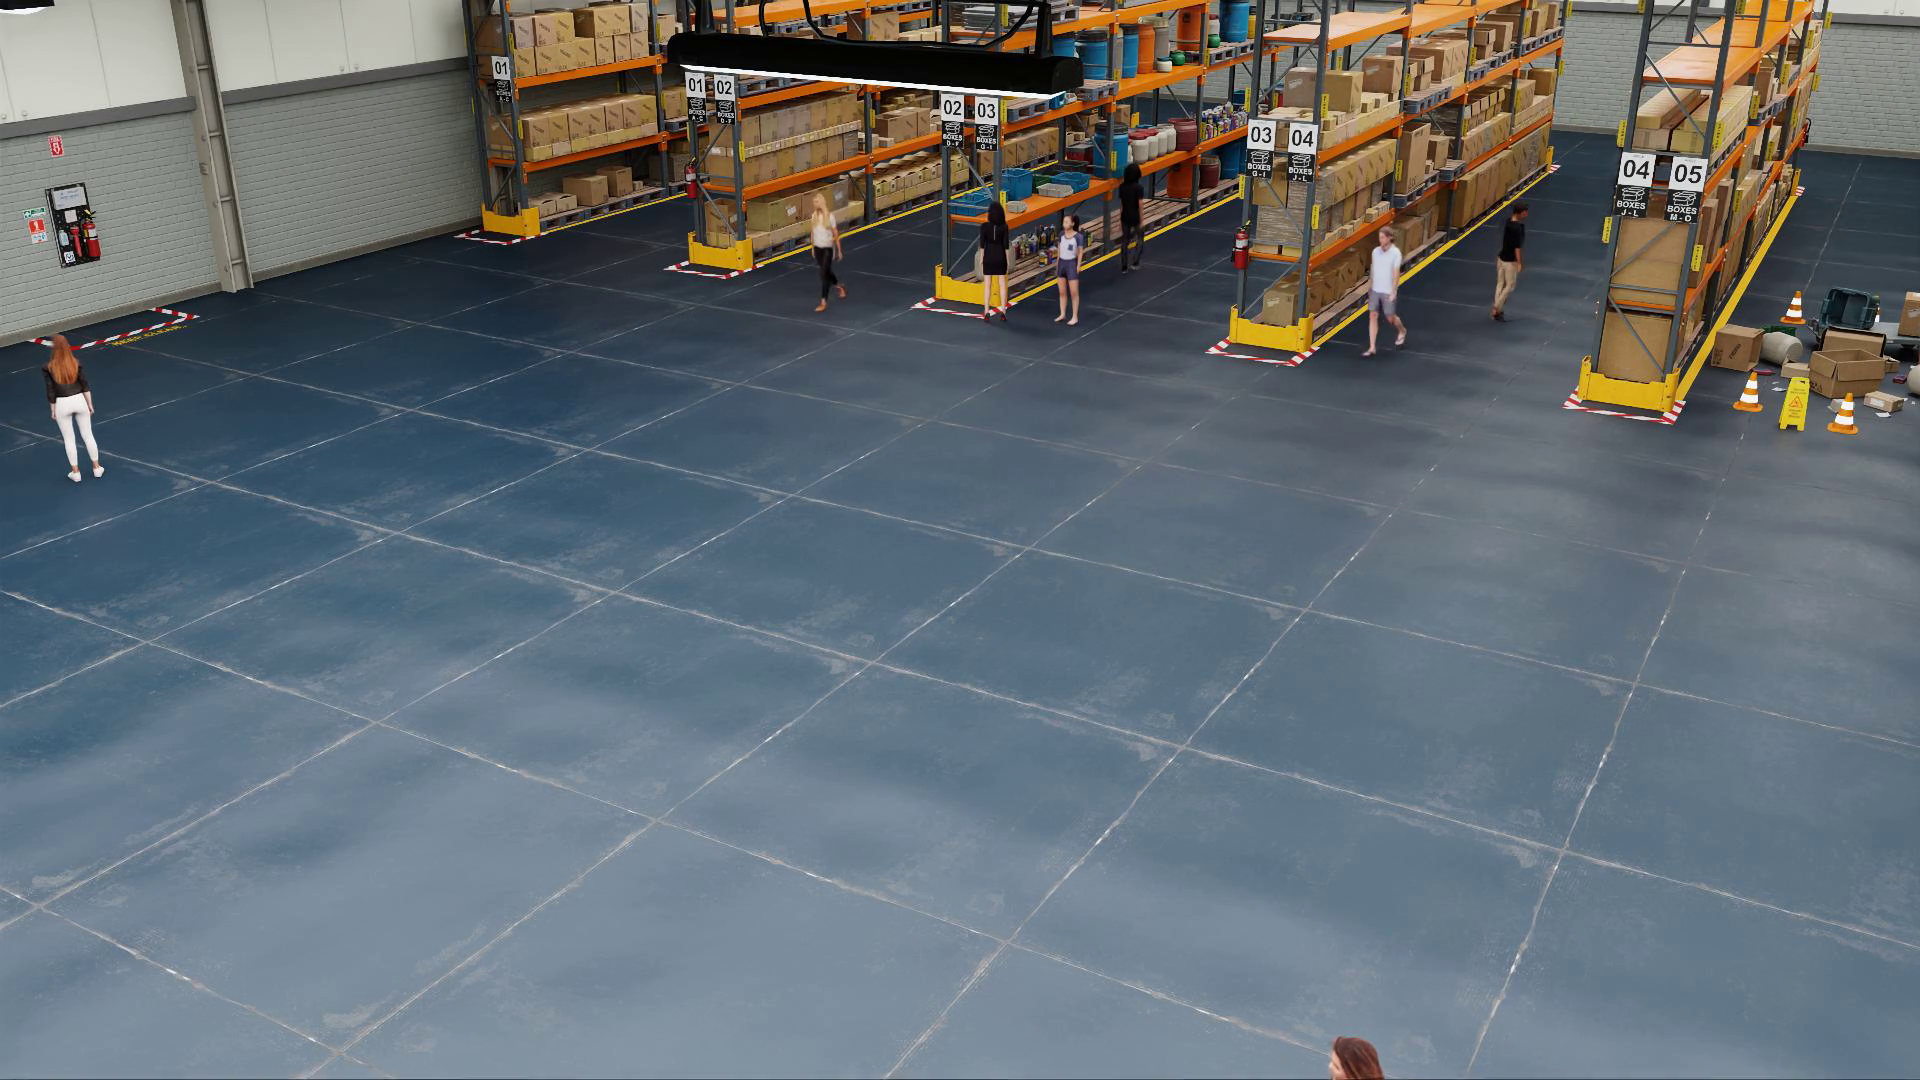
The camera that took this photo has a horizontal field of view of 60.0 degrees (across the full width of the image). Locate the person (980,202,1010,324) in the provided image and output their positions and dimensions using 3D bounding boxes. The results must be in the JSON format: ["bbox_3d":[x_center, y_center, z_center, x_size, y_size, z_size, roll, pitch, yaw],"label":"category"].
[{"bbox_3d":[0.521,-4.173,25.001,0.662,1.803,0.648,1,23,2],"label":"person"}]

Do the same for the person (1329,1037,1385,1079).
[{"bbox_3d":[1.850,3.090,7.968,0.741,1.769,0.681,-6,24,-14],"label":"person"}]

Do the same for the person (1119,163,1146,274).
[{"bbox_3d":[2.812,-5.353,27.751,0.690,1.822,0.688,15,27,31],"label":"person"}]

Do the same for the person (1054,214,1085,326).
[{"bbox_3d":[1.640,-4.071,24.958,0.630,1.650,0.569,18,29,36],"label":"person"}]

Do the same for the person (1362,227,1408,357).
[{"bbox_3d":[6.035,-3.505,23.430,0.823,1.804,1.130,21,31,40],"label":"person"}]

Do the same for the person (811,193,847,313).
[{"bbox_3d":[-2.021,-4.461,25.704,0.693,1.784,1.128,11,25,24],"label":"person"}]

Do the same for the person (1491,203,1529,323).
[{"bbox_3d":[8.261,-4.213,25.073,0.921,1.821,0.811,-9,24,-19],"label":"person"}]

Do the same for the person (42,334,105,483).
[{"bbox_3d":[-10.086,-1.511,18.871,0.595,1.703,0.727,-16,28,-33],"label":"person"}]
